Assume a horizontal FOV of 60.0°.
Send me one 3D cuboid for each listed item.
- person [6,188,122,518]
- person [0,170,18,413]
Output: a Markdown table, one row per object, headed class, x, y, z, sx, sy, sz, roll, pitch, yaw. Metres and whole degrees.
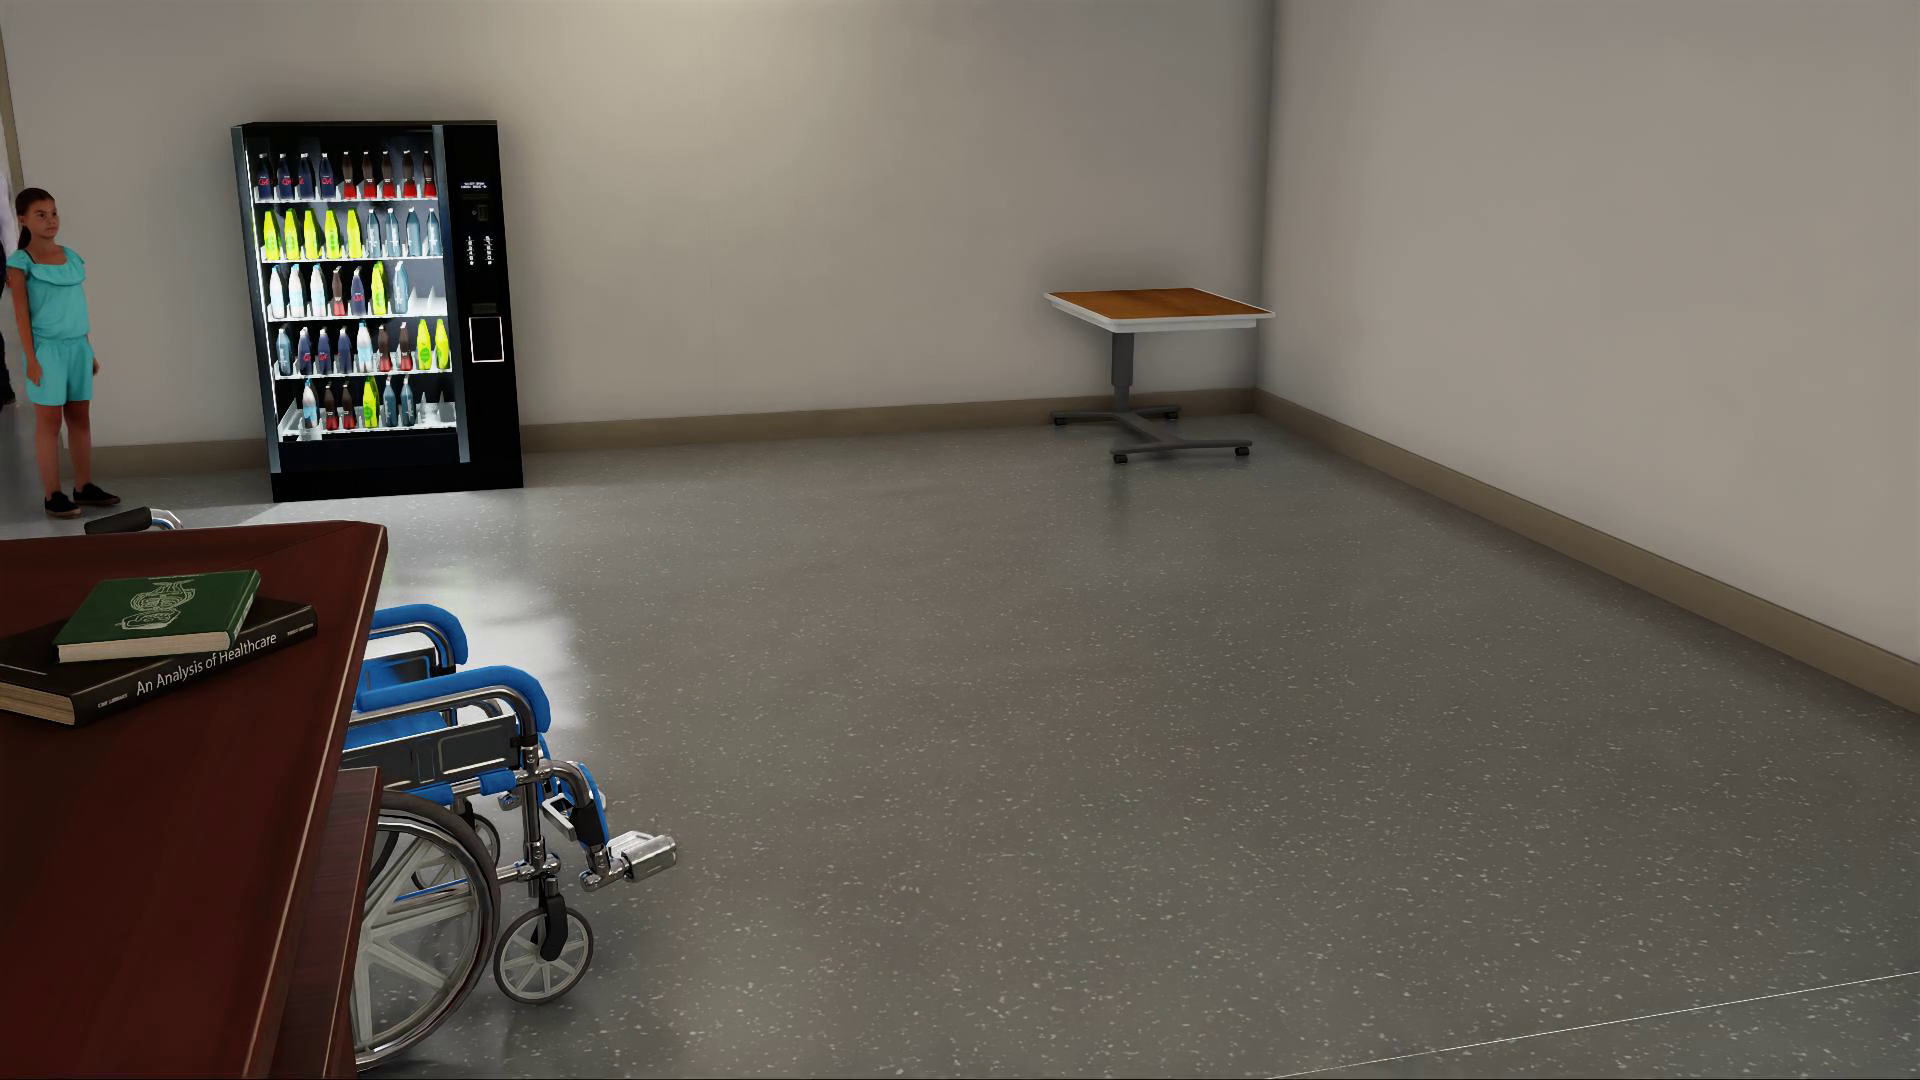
| class | x | y | z | sx | sy | sz | roll | pitch | yaw |
| --- | --- | --- | --- | --- | --- | --- | --- | --- | --- |
| person | -4.357 | -0.910 | 8.021 | 0.699 | 1.558 | 0.647 | 7 | 17 | 24 |
| person | -6.118 | -1.739 | 10.425 | 0.803 | 1.849 | 0.820 | 0 | 16 | 1 |
